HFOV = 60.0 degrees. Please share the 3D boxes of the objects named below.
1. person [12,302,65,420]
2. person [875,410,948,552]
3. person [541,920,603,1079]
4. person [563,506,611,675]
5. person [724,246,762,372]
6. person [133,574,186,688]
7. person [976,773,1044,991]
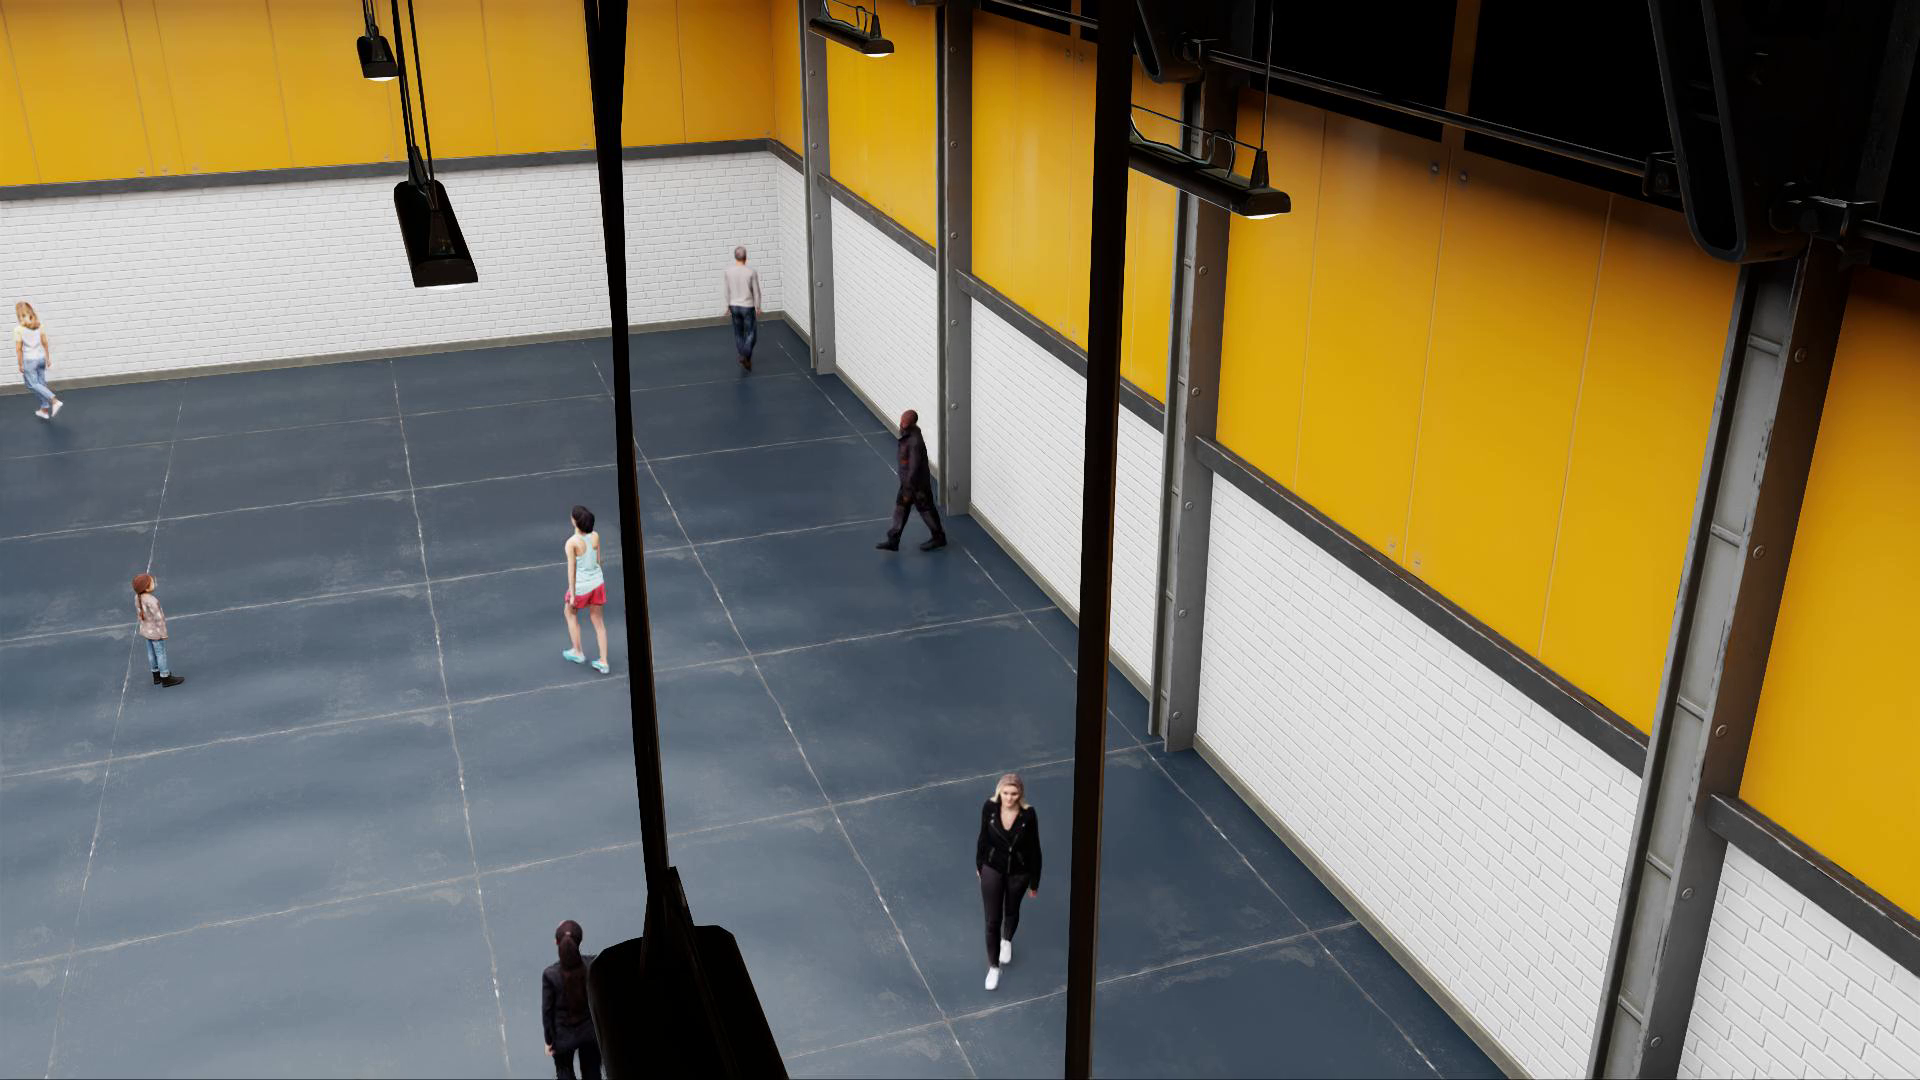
[{"bbox_3d":[-12.971,-2.491,23.396,0.993,1.708,0.936,10,26,23],"label":"person"},{"bbox_3d":[-0.435,-0.682,19.165,0.781,1.784,1.058,-6,24,-14],"label":"person"},{"bbox_3d":[-2.383,3.170,10.466,0.624,1.693,0.639,-10,26,-22],"label":"person"},{"bbox_3d":[-3.643,0.518,16.467,0.959,1.747,0.848,19,30,37],"label":"person"},{"bbox_3d":[-3.350,-3.551,25.586,1.040,1.897,1.148,5,24,11],"label":"person"},{"bbox_3d":[-7.930,0.877,16.334,0.539,1.194,0.616,15,28,31],"label":"person"},{"bbox_3d":[0.357,2.401,12.260,0.870,1.665,0.989,3,24,7],"label":"person"}]
